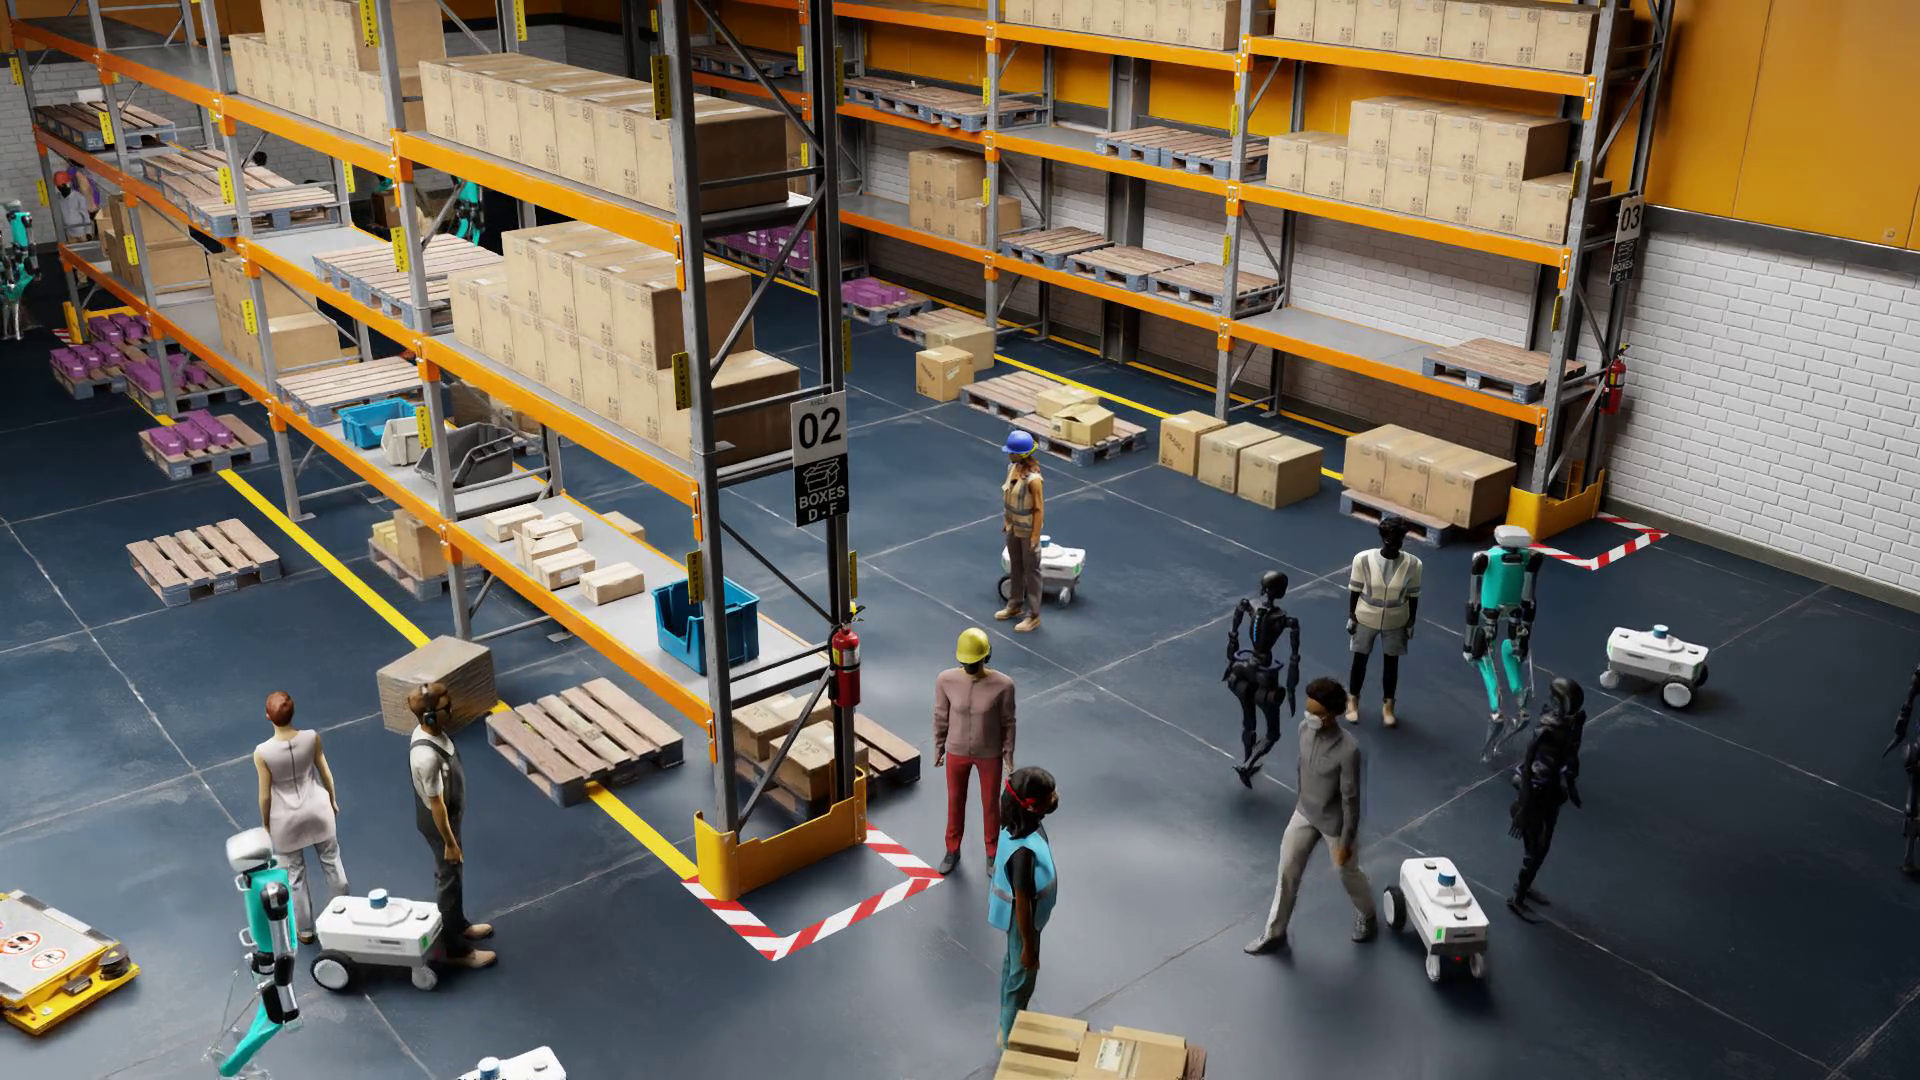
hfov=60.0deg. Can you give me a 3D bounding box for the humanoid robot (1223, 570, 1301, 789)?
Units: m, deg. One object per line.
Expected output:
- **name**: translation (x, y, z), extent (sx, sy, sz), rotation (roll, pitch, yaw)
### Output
- **humanoid robot**: translation (2.049, 0.975, 11.622), extent (0.607, 1.647, 0.500), rotation (20, 30, 38)

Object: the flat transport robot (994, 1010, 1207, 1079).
- **flat transport robot**: translation (0.551, 3.116, 8.428), extent (1.431, 0.231, 0.659), rotation (6, 24, 14)

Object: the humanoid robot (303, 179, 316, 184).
- **humanoid robot**: translation (-9.228, -4.389, 24.025), extent (0.392, 1.641, 0.601), rotation (2, 23, 6)

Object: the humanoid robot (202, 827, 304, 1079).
- **humanoid robot**: translation (-3.626, 2.351, 8.412), extent (0.689, 1.845, 0.542), rotation (-14, 27, -30)

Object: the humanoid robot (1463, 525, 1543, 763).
- **humanoid robot**: translation (3.926, 0.831, 11.902), extent (0.547, 1.805, 0.703), rotation (-5, 24, -11)

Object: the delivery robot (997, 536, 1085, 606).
- **delivery robot**: translation (0.715, 0.250, 14.689), extent (0.752, 0.583, 0.521), rotation (5, 24, 12)

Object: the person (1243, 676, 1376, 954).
- **person**: translation (2.212, 1.628, 9.896), extent (0.895, 1.857, 0.569), rotation (-15, 27, -30)

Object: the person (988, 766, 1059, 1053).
- **person**: translation (0.335, 2.037, 8.911), extent (0.371, 1.865, 0.542), rotation (0, 23, 0)

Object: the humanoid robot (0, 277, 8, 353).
- **humanoid robot**: translation (-12.575, -3.212, 21.321), extent (0.586, 1.646, 0.582), rotation (-3, 24, -8)

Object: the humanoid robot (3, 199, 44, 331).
- **humanoid robot**: translation (-12.560, -3.590, 22.107), extent (0.538, 1.797, 0.659), rotation (17, 29, 34)

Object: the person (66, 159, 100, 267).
- **person**: translation (-13.385, -5.129, 25.465), extent (0.891, 1.898, 0.551), rotation (-12, 26, -27)

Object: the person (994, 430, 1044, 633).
- **person**: translation (0.516, -0.083, 13.932), extent (0.323, 1.776, 0.464), rotation (-14, 27, -29)

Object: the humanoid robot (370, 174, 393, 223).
- **humanoid robot**: translation (-9.850, -6.170, 28.210), extent (0.767, 1.897, 0.552), rotation (9, 25, 20)

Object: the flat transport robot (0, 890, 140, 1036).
- **flat transport robot**: translation (-5.639, 2.472, 9.918), extent (1.431, 0.231, 0.659), rotation (13, 27, 28)

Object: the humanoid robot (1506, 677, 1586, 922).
- **humanoid robot**: translation (3.604, 1.563, 10.248), extent (0.610, 1.653, 0.318), rotation (-17, 29, -35)

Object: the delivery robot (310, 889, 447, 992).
- **delivery robot**: translation (-3.432, 2.342, 9.857), extent (0.774, 0.592, 0.499), rotation (3, 24, 6)

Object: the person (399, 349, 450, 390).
- **person**: translation (-6.556, -2.642, 19.905), extent (0.724, 1.741, 0.495), rotation (6, 24, 14)

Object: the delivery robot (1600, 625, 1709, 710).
- **delivery robot**: translation (5.477, 0.964, 13.062), extent (0.803, 0.603, 0.499), rotation (14, 27, 30)

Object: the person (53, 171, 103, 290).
- **person**: translation (-12.884, -4.498, 24.205), extent (0.560, 1.742, 0.365), rotation (5, 24, 11)

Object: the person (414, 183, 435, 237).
- **person**: translation (-7.444, -4.018, 22.960), extent (0.446, 1.858, 0.554), rotation (-1, 23, -2)

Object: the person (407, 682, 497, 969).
- **person**: translation (-3.013, 1.669, 9.790), extent (0.346, 1.846, 0.506), rotation (-7, 24, -16)

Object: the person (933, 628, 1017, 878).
- **person**: translation (0.089, 1.358, 10.610), extent (0.533, 1.767, 0.315), rotation (3, 24, 8)

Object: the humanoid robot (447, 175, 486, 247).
- **humanoid robot**: translation (-7.352, -4.611, 24.618), extent (0.530, 1.894, 0.746), rotation (8, 25, 18)

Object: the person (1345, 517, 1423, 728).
- **person**: translation (3.156, 0.604, 12.452), extent (0.531, 1.694, 0.320), rotation (4, 24, 10)

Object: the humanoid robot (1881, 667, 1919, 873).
- **humanoid robot**: translation (6.356, 1.361, 10.791), extent (0.590, 1.646, 0.758), rotation (8, 25, 17)

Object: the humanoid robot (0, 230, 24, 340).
- **humanoid robot**: translation (-12.558, -3.434, 21.763), extent (0.542, 1.785, 0.797), rotation (-1, 23, -3)

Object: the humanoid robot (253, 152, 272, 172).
- **humanoid robot**: translation (-10.939, -5.300, 26.198), extent (0.600, 1.628, 0.772), rotation (12, 26, 25)

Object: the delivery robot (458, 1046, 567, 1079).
- **delivery robot**: translation (-2.364, 2.923, 8.538), extent (0.815, 0.614, 0.499), rotation (-15, 27, -30)

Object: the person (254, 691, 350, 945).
- **person**: translation (-3.978, 1.666, 10.027), extent (0.460, 1.659, 0.269), rotation (-17, 29, -34)

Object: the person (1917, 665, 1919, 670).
- **person**: translation (7.816, 0.263, 12.956), extent (0.547, 1.924, 0.387), rotation (13, 27, 28)

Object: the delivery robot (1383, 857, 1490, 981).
- **delivery robot**: translation (2.917, 2.251, 10.078), extent (0.499, 0.601, 0.805), rotation (-2, 23, -4)
